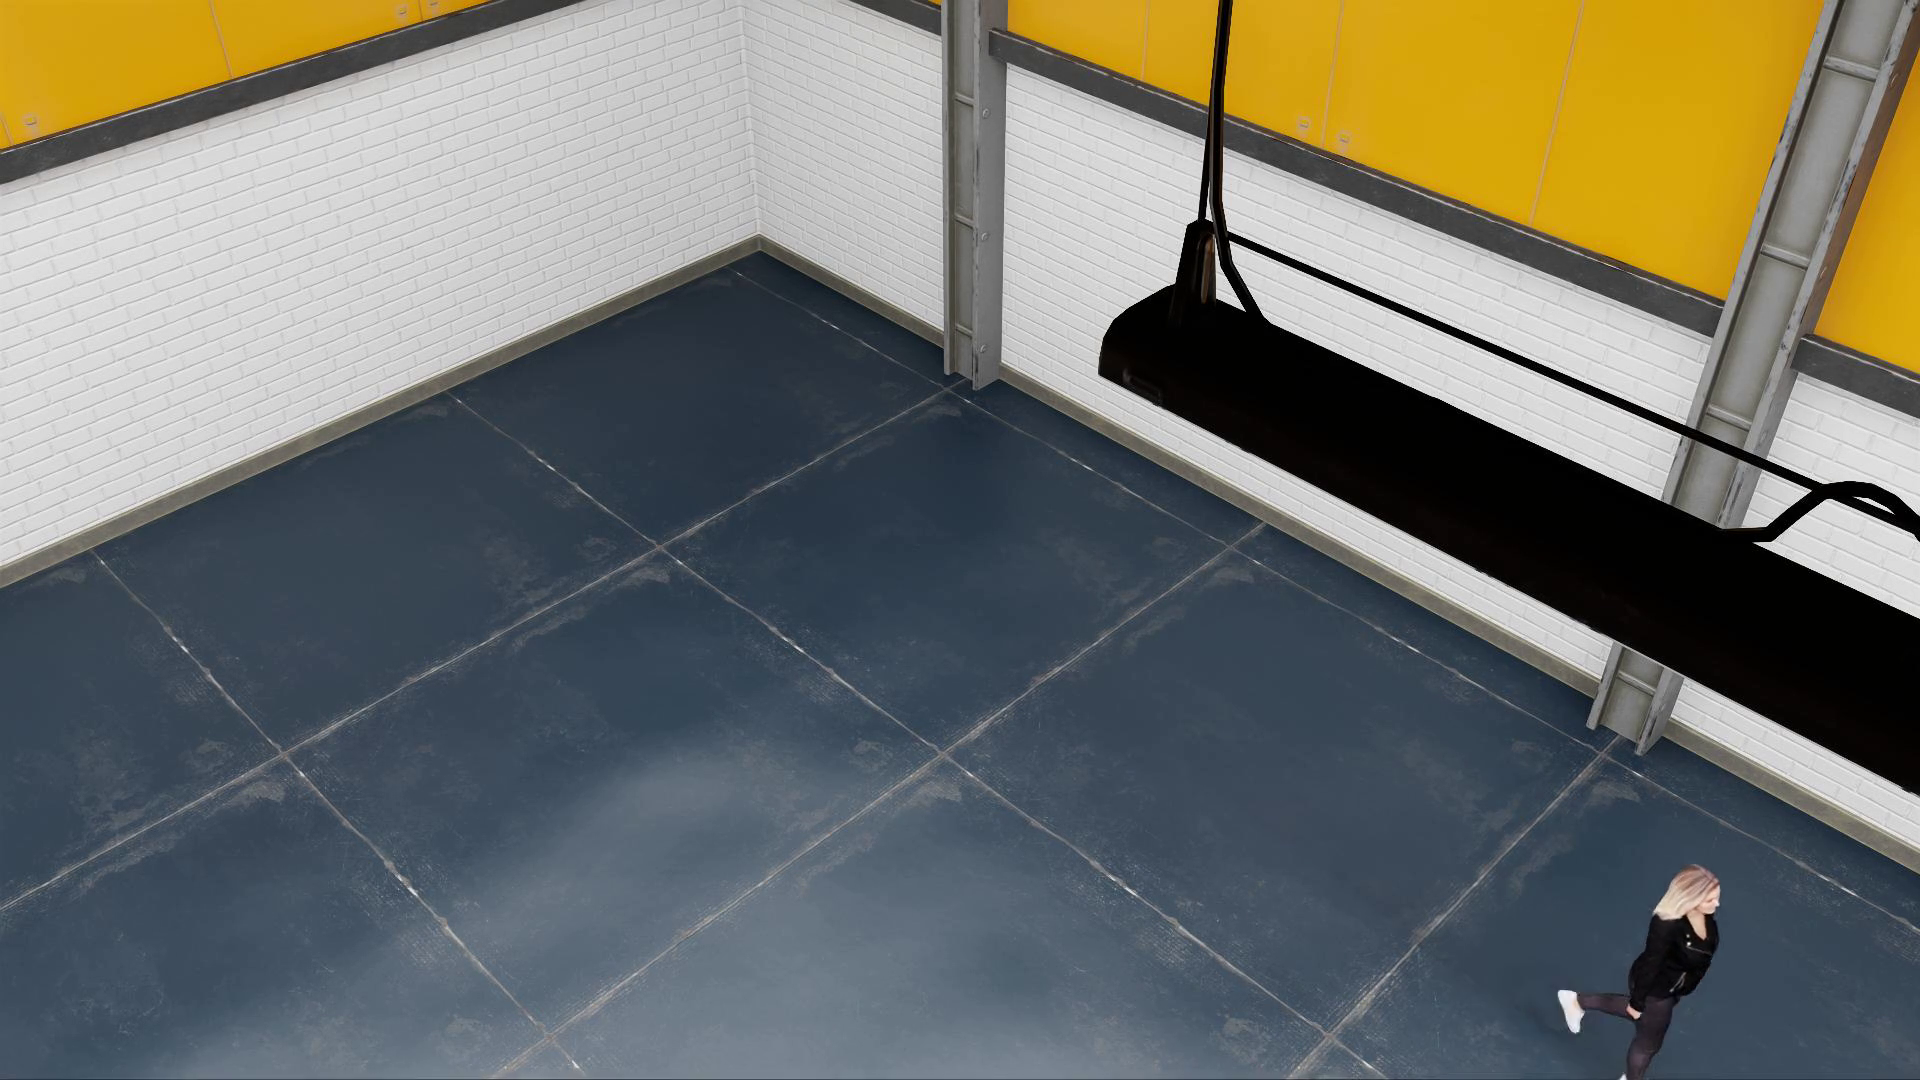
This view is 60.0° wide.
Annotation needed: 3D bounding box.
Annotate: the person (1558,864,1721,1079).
[{"bbox_3d":[3.420,2.182,8.348,0.649,1.667,0.959,-28,47,-31],"label":"person"}]
